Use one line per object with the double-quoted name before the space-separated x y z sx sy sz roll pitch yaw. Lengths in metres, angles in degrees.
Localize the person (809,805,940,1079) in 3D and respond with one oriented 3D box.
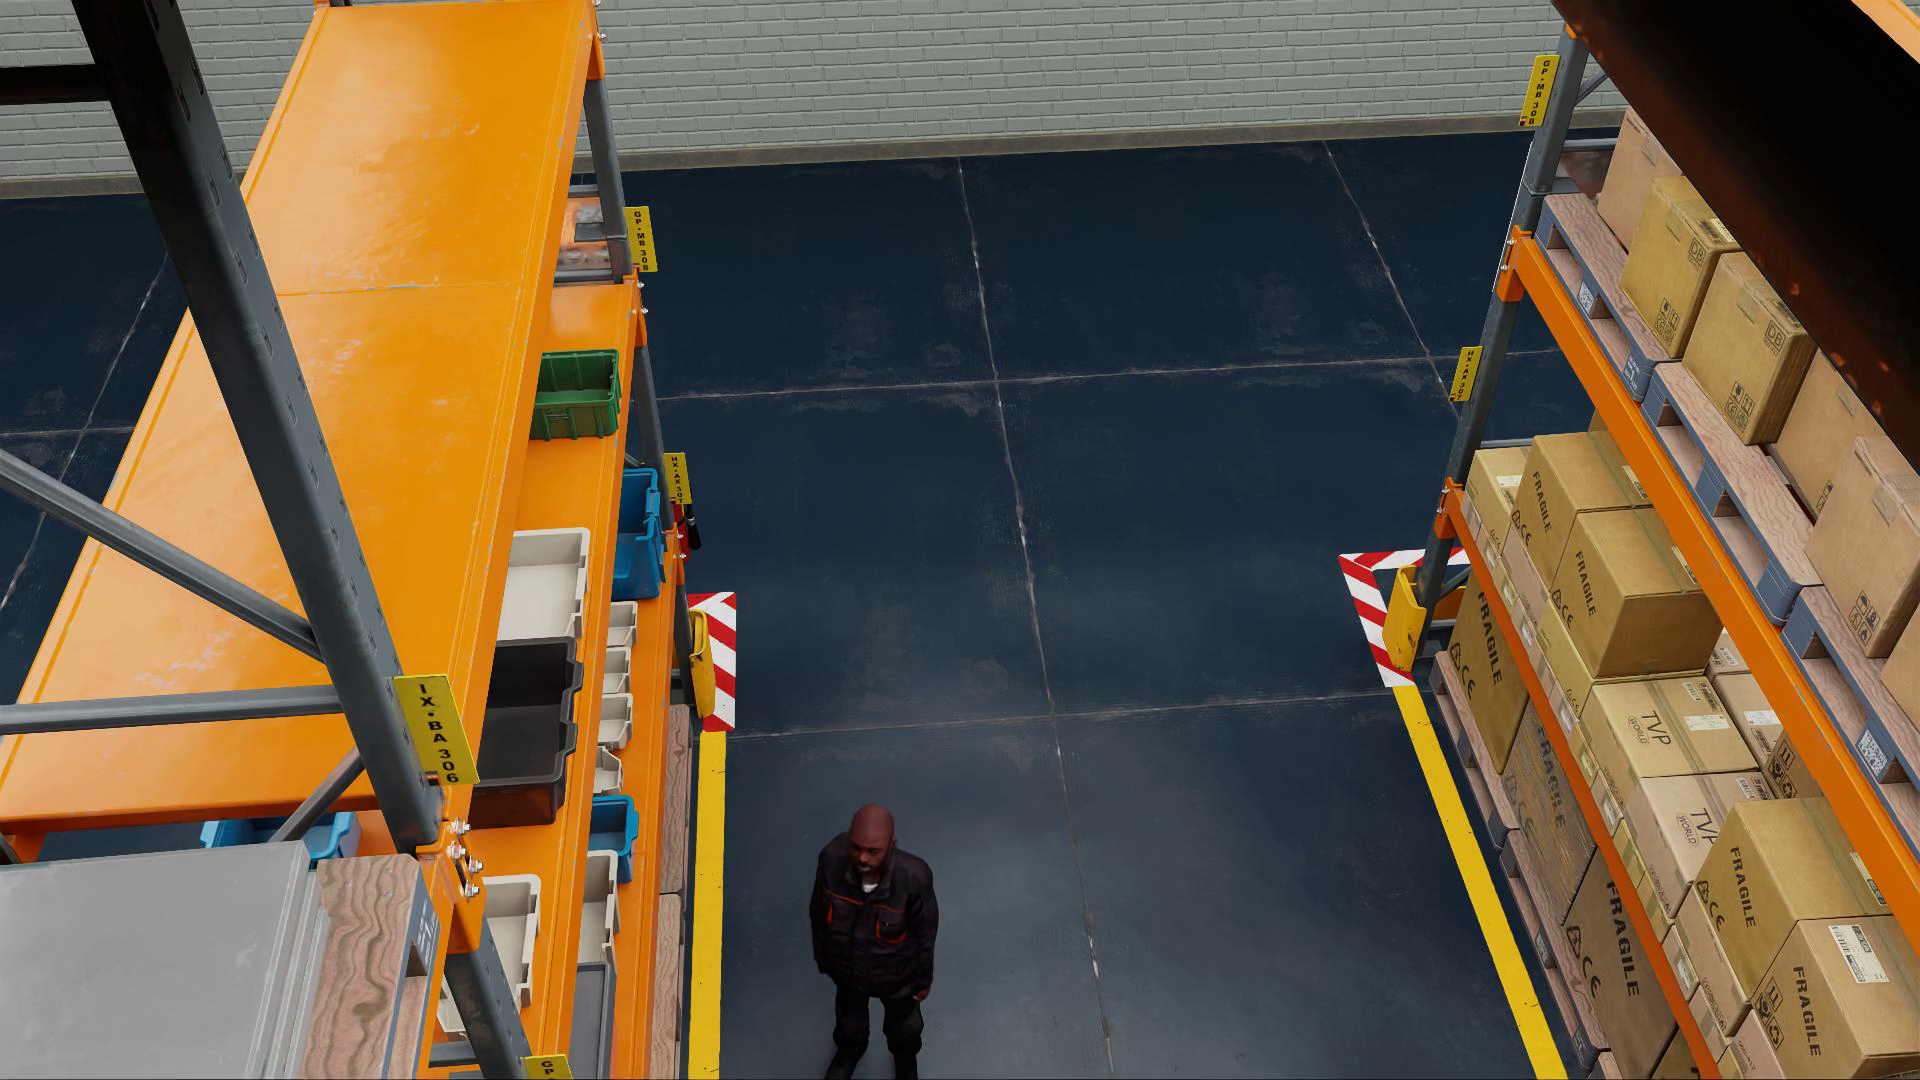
"person" -0.351 1.706 6.938 0.768 1.826 0.718 9 44 9
